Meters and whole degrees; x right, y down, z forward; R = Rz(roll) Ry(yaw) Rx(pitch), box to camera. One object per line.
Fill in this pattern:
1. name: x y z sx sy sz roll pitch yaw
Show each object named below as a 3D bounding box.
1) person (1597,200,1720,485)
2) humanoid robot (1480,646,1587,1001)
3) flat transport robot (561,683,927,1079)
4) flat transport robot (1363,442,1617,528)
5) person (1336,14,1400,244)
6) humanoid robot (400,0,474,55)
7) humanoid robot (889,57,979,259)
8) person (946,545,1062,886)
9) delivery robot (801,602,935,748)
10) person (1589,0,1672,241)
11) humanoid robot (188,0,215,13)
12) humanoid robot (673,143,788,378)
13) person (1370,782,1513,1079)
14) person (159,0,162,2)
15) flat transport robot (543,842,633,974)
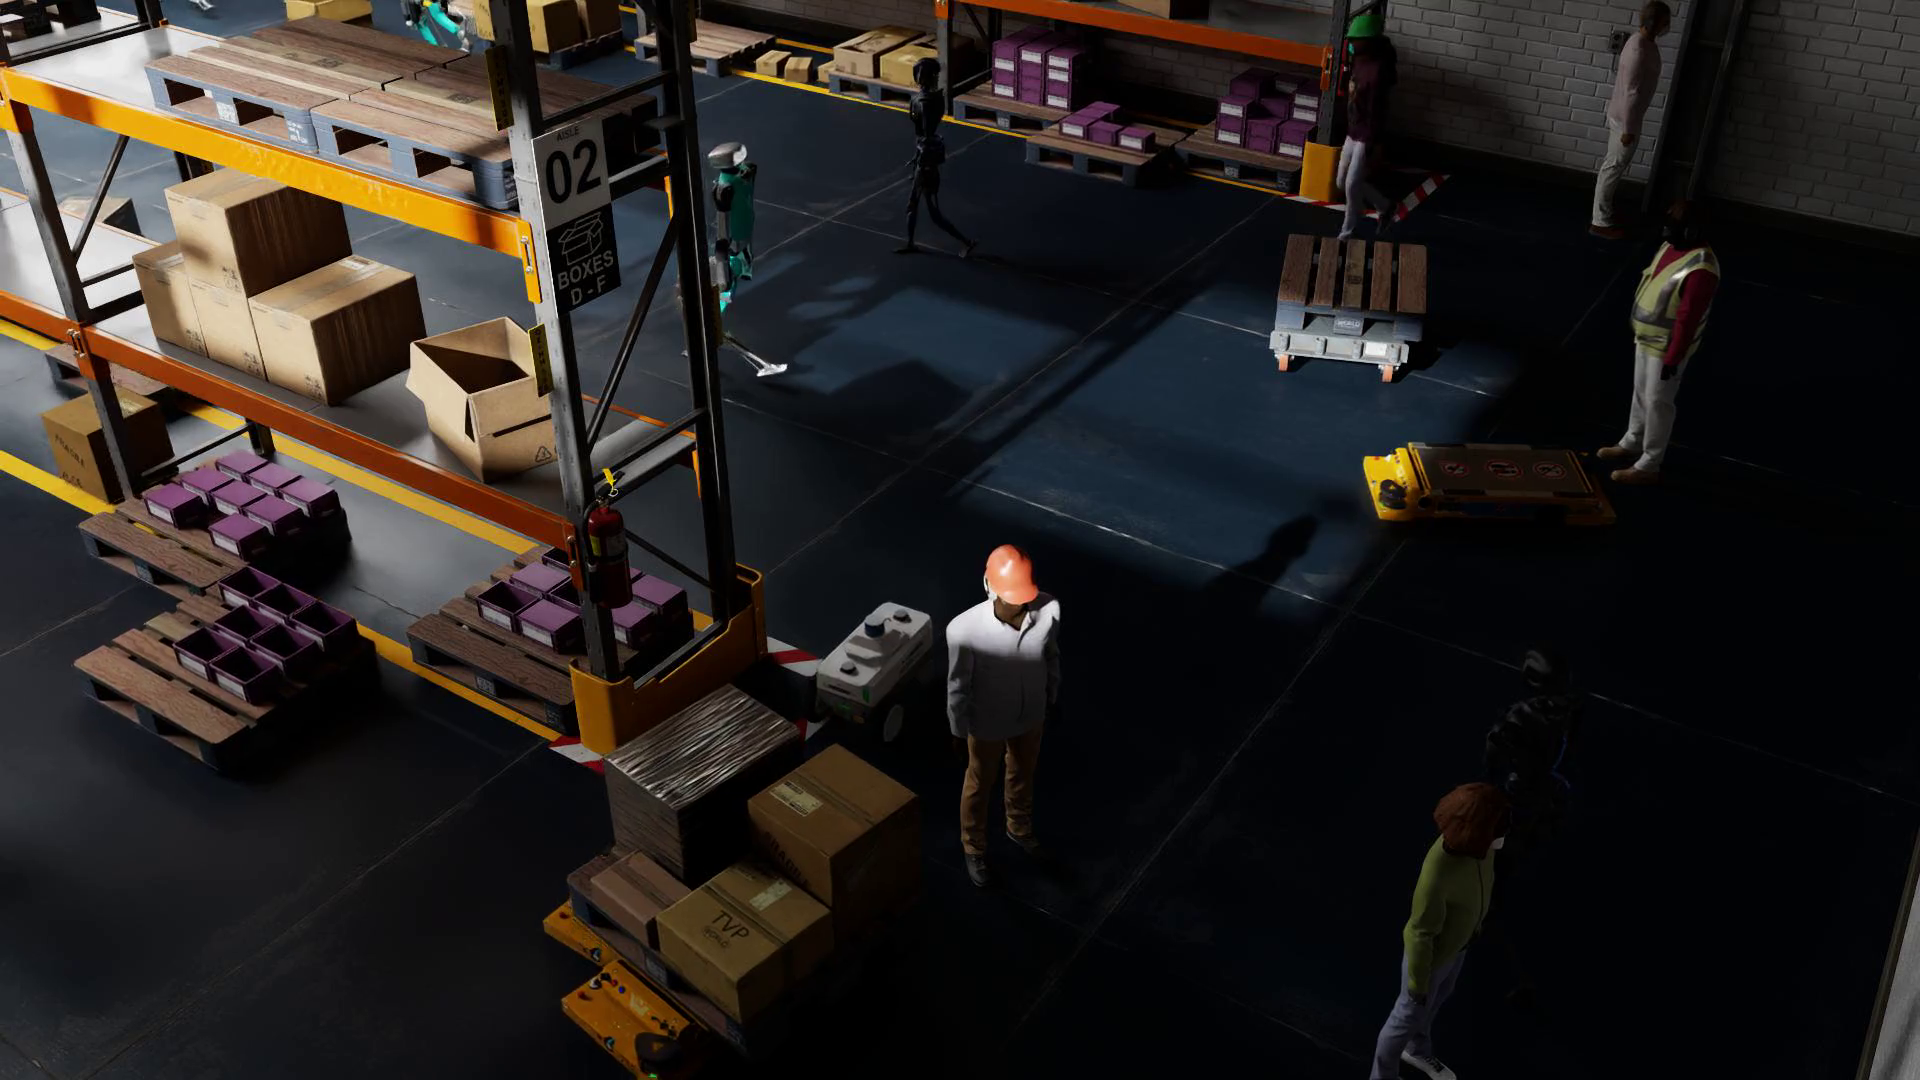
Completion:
1. person: 4.356 -1.230 10.333 0.430 1.838 0.627 1 33 2
2. humanoid robot: 2.334 1.144 6.837 0.612 1.636 0.651 -17 37 -24
3. flat transport robot: -0.944 1.748 7.186 0.659 0.231 1.431 27 42 35
4. flat transport robot: 3.301 -0.348 10.408 1.431 0.231 0.659 2 33 2
5. person: 3.279 -3.239 13.342 0.671 1.918 0.524 -7 34 -10
6. humanoid robot: -5.287 -5.306 16.680 0.999 1.738 0.550 23 39 31
7. humanoid robot: -0.212 -3.022 13.272 0.738 1.655 0.603 -1 33 -1
8. person: 0.213 0.763 7.338 0.574 1.749 0.335 -17 37 -24
9. delivery robot: -0.442 0.657 8.596 0.499 0.589 0.782 17 37 24
10. person: 5.496 -3.447 13.641 0.373 1.940 0.630 13 35 19
11. humanoid robot: -9.027 -6.953 19.233 1.027 1.737 0.537 27 42 35
12. humanoid robot: -1.707 -1.895 11.463 1.043 1.743 0.548 9 34 13
13. person: 1.818 1.536 6.268 0.281 1.624 0.492 25 40 33
14. person: -9.746 -7.328 19.768 0.429 1.757 0.768 9 34 13
15. flat transport robot: -1.163 1.453 7.640 0.659 0.231 1.431 21 38 29
